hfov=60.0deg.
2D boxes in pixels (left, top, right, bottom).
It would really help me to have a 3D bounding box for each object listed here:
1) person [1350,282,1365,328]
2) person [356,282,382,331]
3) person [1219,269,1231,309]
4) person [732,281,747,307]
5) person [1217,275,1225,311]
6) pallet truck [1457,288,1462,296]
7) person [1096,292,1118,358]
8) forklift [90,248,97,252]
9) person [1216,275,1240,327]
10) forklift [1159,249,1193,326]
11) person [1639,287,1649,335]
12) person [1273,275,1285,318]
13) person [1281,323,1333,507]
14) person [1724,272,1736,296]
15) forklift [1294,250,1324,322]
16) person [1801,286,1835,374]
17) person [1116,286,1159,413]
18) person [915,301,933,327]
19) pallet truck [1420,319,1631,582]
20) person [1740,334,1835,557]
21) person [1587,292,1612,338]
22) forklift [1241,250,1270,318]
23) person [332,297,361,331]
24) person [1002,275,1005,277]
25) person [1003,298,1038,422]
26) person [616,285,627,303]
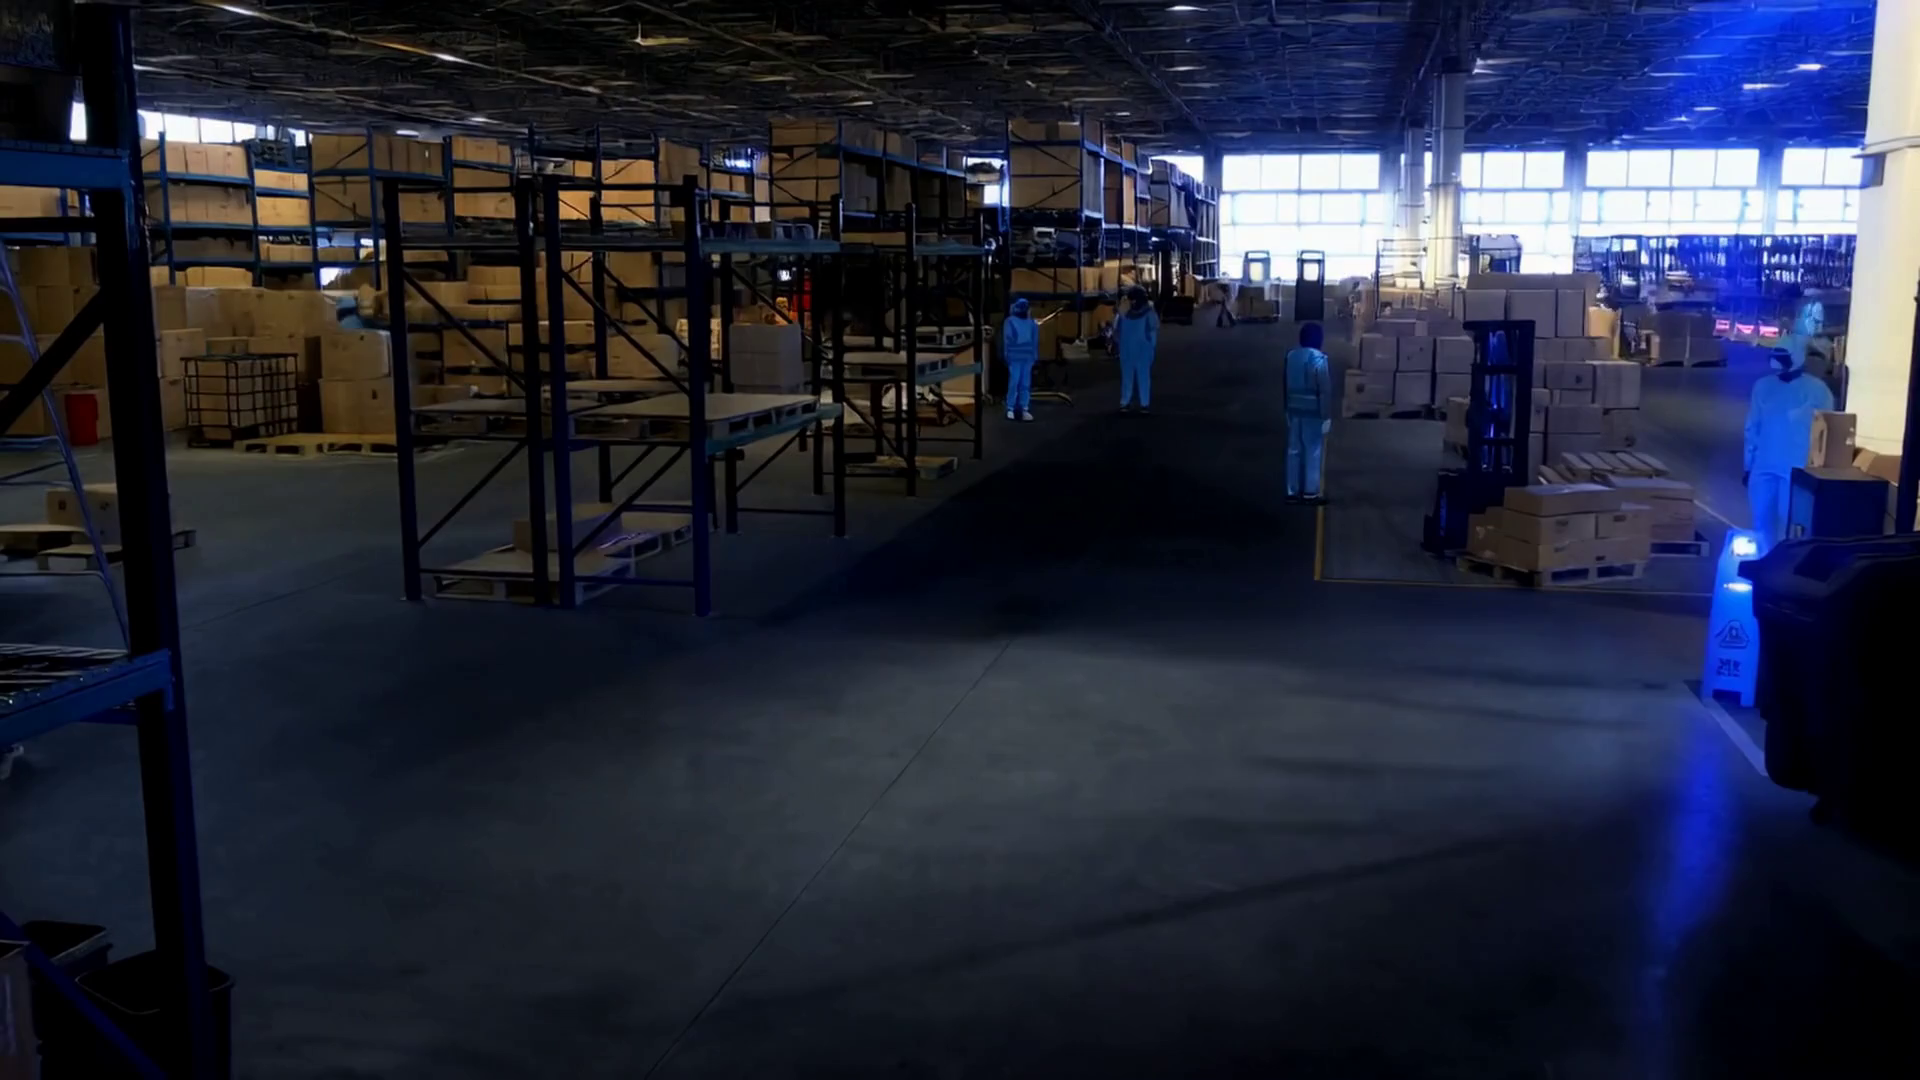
[{"bbox_3d":[14.398,-8.508,60.225,0.538,1.635,0.910,1,10,6],"label":"person"},{"bbox_3d":[-14.760,-5.485,41.563,0.587,1.911,0.397,-4,11,-24],"label":"person"},{"bbox_3d":[13.168,-12.440,82.578,0.617,1.970,0.747,2,10,11],"label":"person"},{"bbox_3d":[-5.520,-5.525,41.715,1.010,1.948,0.609,2,10,9],"label":"person"},{"bbox_3d":[12.542,-11.809,79.566,0.535,1.720,0.900,2,10,13],"label":"person"},{"bbox_3d":[20.506,-9.785,68.819,0.653,1.274,1.630,2,10,12],"label":"pallet truck"},{"bbox_3d":[3.683,-5.371,41.644,0.549,1.653,0.622,0,10,2],"label":"person"},{"bbox_3d":[-26.340,-7.528,50.783,1.129,2.768,1.873,2,10,12],"label":"forklift"},{"bbox_3d":[9.742,-8.674,60.493,0.957,1.888,0.569,-4,10,-21],"label":"person"},{"bbox_3d":[7.646,-9.320,61.395,1.873,2.768,1.129,2,10,11],"label":"forklift"},{"bbox_3d":[20.631,-6.818,50.262,0.278,1.633,0.498,6,11,32],"label":"person"},{"bbox_3d":[13.449,-10.278,70.214,0.404,1.823,0.591,-7,12,-36],"label":"person"},{"bbox_3d":[3.511,-1.255,16.710,0.429,1.842,0.635,-6,11,-30],"label":"person"},{"bbox_3d":[33.872,-10.824,73.106,0.653,1.920,0.710,-2,10,-14],"label":"person"},{"bbox_3d":[13.778,-10.002,65.433,1.129,2.768,1.873,2,10,12],"label":"forklift"},{"bbox_3d":[18.406,-4.497,35.719,0.866,1.913,0.550,1,10,5],"label":"person"},{"bbox_3d":[2.838,-3.080,26.930,0.682,2.000,0.537,5,11,27],"label":"person"},{"bbox_3d":[-0.834,-4.333,35.701,0.514,1.579,0.926,8,12,38],"label":"person"},{"bbox_3d":[4.543,-0.757,13.299,0.823,1.965,1.885,-4,10,-22],"label":"pallet truck"},{"bbox_3d":[5.941,-0.513,12.028,0.361,1.937,0.635,-6,11,-30],"label":"person"},{"bbox_3d":[12.713,-4.029,33.204,0.520,1.814,0.953,8,13,41],"label":"person"},{"bbox_3d":[12.091,-10.397,67.771,1.129,2.768,1.873,2,10,12],"label":"forklift"},{"bbox_3d":[-9.218,-2.686,25.017,0.683,1.897,0.600,-1,10,-5],"label":"person"},{"bbox_3d":[2.740,-14.819,97.140,0.618,1.805,0.690,-2,10,-14],"label":"person"},{"bbox_3d":[0.924,-2.746,25.415,0.583,1.882,0.350,-5,11,-28],"label":"person"},{"bbox_3d":[-8.808,-5.684,42.995,0.679,1.824,0.638,0,10,-2],"label":"person"}]
